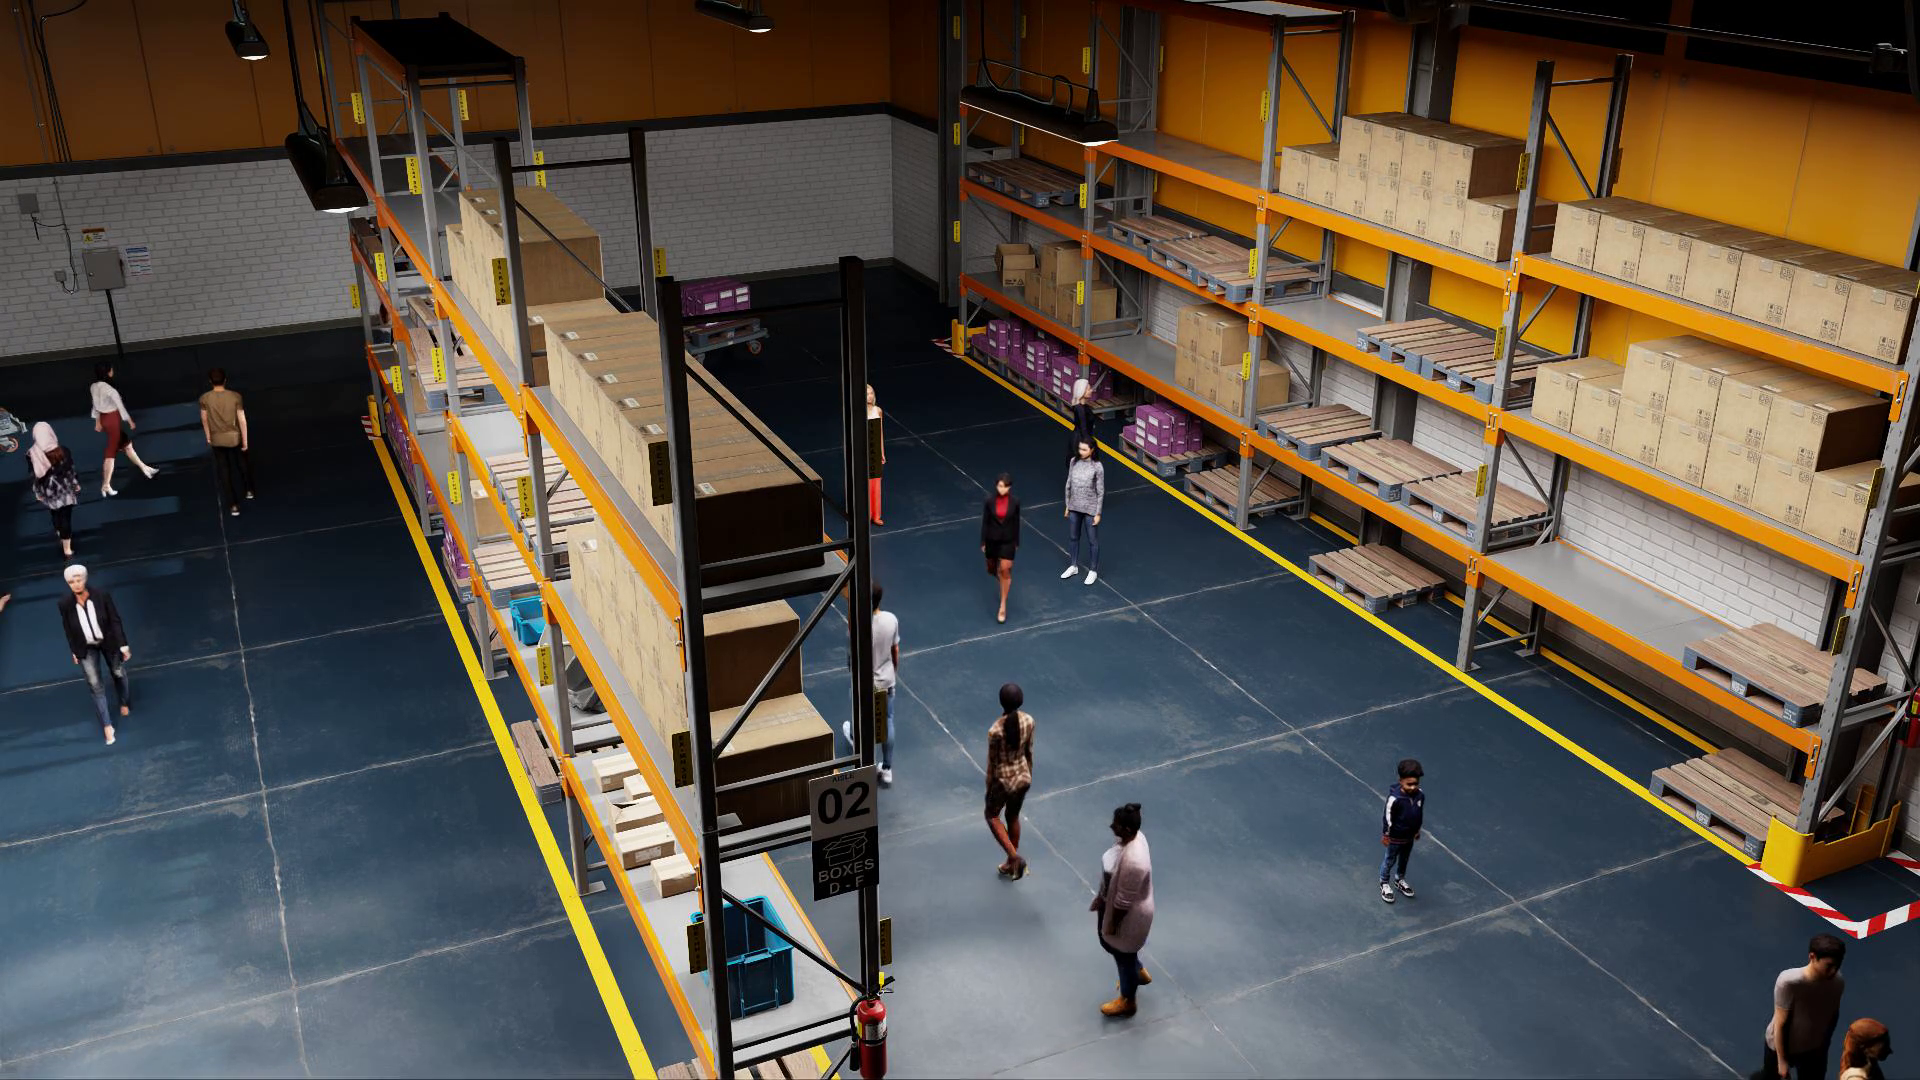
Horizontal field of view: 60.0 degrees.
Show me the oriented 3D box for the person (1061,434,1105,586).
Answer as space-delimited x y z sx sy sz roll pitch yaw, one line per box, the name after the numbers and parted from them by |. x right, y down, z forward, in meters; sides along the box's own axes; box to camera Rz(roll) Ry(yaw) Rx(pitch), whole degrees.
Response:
1.396 -0.368 18.575 0.635 1.736 0.747 15 28 30 | person

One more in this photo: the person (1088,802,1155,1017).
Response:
1.252 2.602 11.783 0.886 1.735 0.803 0 24 1 | person

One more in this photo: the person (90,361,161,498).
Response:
-10.699 -1.350 20.855 1.086 1.710 1.010 15 28 31 | person

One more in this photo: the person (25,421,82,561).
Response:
-10.417 -0.544 19.129 0.714 1.616 0.859 -5 24 -11 | person

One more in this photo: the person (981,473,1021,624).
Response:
0.433 0.038 17.792 0.883 1.619 1.031 3 24 7 | person

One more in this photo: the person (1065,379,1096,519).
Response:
1.481 -1.132 20.310 0.734 1.747 0.618 -2 24 -4 | person

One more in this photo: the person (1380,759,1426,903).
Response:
3.505 2.277 13.164 0.528 1.224 0.482 -9 25 -20 | person

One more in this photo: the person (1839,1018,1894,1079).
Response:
5.249 3.501 9.868 0.718 1.622 0.688 15 28 31 | person

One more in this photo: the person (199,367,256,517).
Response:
-8.991 -1.188 20.349 0.715 1.818 1.095 -8 25 -18 | person

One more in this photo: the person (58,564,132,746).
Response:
-8.063 0.981 15.704 0.753 1.748 0.962 -9 25 -20 | person

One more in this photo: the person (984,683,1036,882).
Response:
0.430 1.976 13.155 0.622 1.784 0.728 -14 27 -28 | person

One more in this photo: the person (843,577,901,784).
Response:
-0.727 1.273 14.690 0.704 1.842 1.153 -10 25 -21 | person

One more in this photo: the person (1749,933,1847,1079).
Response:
5.276 3.160 10.584 0.913 1.674 1.133 0 24 -1 | person
